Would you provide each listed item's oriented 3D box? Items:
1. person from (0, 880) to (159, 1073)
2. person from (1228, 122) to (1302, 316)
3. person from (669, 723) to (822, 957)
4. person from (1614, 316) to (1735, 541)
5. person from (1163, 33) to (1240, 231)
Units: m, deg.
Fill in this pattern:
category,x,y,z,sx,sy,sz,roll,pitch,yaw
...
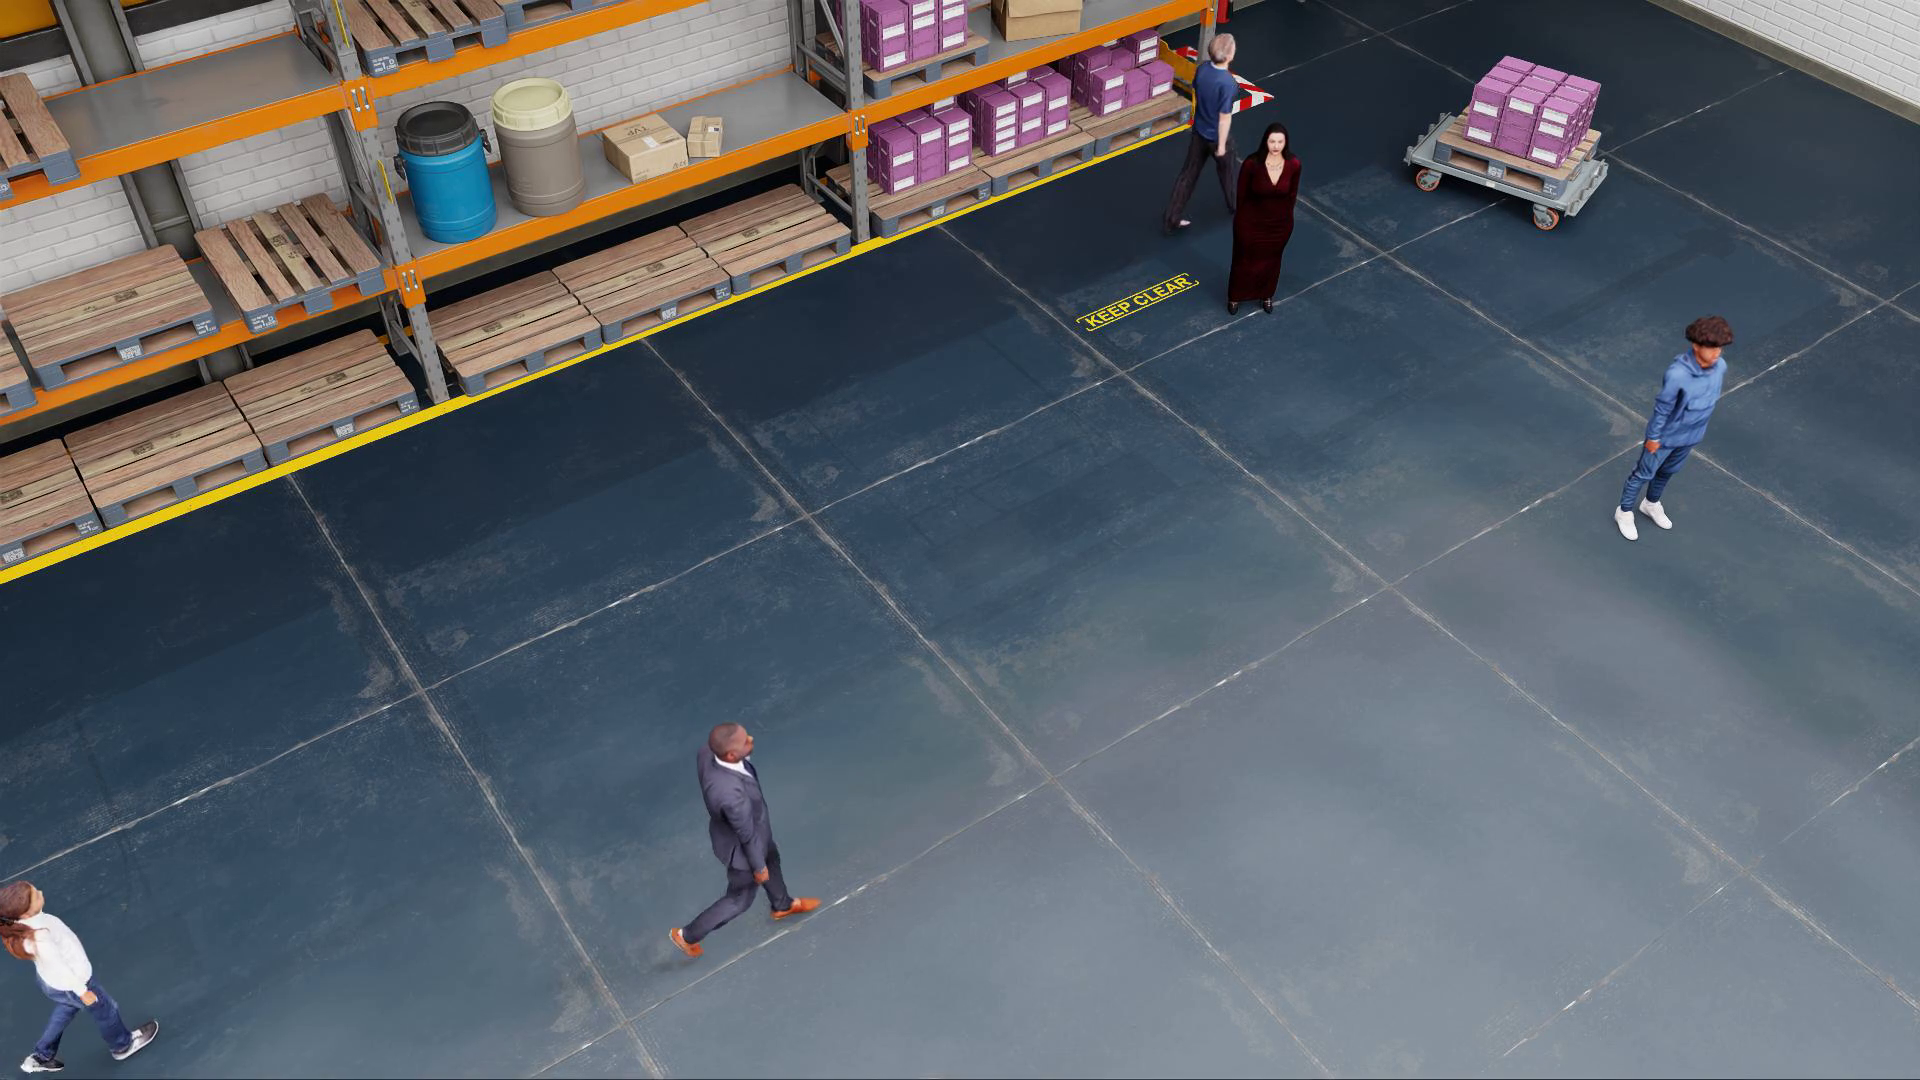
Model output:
category,x,y,z,sx,sy,sz,roll,pitch,yaw
person,-4.702,2.305,8.601,0.619,1.545,0.893,32,52,29
person,2.481,-2.625,13.622,0.713,1.758,0.818,-2,44,-3
person,-1.262,1.667,9.086,1.219,1.800,0.918,-13,45,-13
person,5.026,-0.802,11.670,0.582,1.810,0.786,-16,46,-16
person,2.115,-3.492,14.493,1.162,1.812,0.660,-26,49,-25
